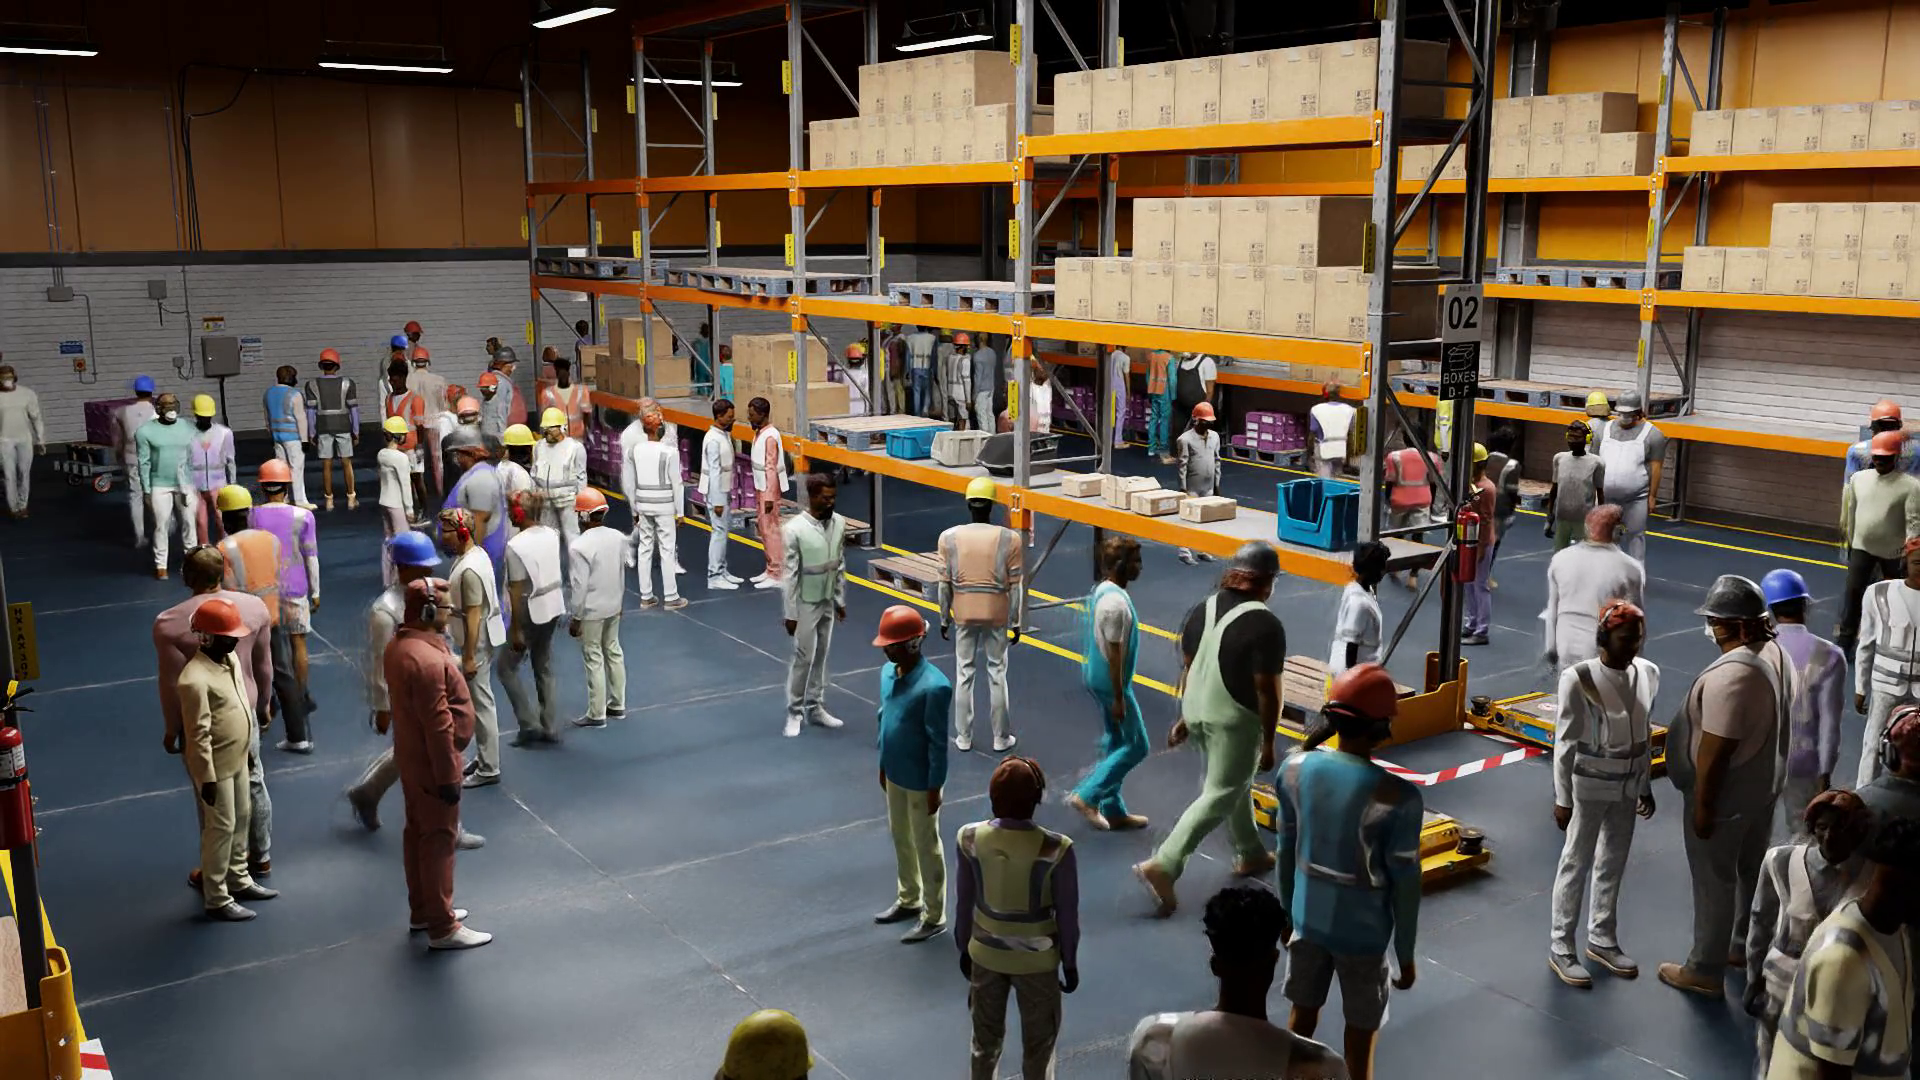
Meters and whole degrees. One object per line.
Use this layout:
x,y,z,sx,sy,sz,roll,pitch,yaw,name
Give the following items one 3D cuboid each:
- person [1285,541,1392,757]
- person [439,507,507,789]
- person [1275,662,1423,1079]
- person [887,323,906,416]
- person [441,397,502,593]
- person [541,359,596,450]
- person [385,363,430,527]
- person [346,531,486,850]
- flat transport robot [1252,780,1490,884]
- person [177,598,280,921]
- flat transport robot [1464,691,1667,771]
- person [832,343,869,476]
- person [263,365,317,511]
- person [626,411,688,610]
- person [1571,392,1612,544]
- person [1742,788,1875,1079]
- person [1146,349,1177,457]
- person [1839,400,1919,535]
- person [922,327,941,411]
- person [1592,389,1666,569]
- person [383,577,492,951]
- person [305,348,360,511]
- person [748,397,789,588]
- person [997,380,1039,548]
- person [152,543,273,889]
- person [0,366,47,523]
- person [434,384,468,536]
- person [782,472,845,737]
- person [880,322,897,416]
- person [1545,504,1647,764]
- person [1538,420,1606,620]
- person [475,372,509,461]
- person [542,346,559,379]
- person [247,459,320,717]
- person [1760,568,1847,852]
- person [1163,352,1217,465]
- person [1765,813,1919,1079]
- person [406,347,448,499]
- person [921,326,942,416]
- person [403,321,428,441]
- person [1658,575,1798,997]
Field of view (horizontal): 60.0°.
2.441,0.818,10.625,0.638,1.663,0.536,2,11,10,person
-3.155,0.689,10.854,0.387,1.838,0.563,-3,12,-17,person
1.487,1.467,6.380,0.421,2.033,0.608,-10,15,-42,person
-1.131,-3.139,30.406,0.377,1.847,0.570,-3,11,-14,person
-4.708,-0.408,16.141,0.615,1.964,0.432,0,11,0,person
-4.970,-1.343,21.078,0.622,1.913,1.024,-4,12,-20,person
-6.634,-1.140,19.900,0.607,1.958,0.372,7,13,30,person
-3.264,0.868,9.745,0.883,1.917,0.620,3,11,13,person
2.355,1.668,9.857,0.652,0.197,1.431,-7,13,-32,flat transport robot
-3.861,1.148,8.756,0.355,1.737,0.577,-1,11,-3,person
4.318,1.317,11.655,0.652,0.197,1.431,-7,13,-31,flat transport robot
-1.508,-1.851,23.688,0.787,1.894,0.612,6,13,28,person
-8.410,-1.272,20.879,0.627,1.840,0.429,6,12,27,person
-2.849,-0.272,15.653,0.575,1.883,0.355,4,12,19,person
7.138,-0.798,18.712,0.484,1.739,0.305,-5,12,-24,person
3.177,1.703,6.160,0.514,1.642,0.310,8,13,34,person
3.103,-2.239,25.624,0.383,1.918,0.597,-8,14,-36,person
8.369,-0.255,15.159,0.609,2.041,0.385,5,12,23,person
-0.425,-3.275,31.225,0.432,1.816,0.662,10,15,43,person
6.515,-0.491,16.367,0.683,2.000,0.535,9,14,37,person
-2.664,1.124,8.456,0.407,1.905,0.638,-7,13,-32,person
-7.895,-1.391,20.968,0.614,2.040,0.390,-4,12,-18,person
-1.927,-0.483,16.677,0.401,1.907,0.597,-4,12,-17,person
0.600,-0.823,18.447,0.401,1.900,0.636,8,14,36,person
-4.083,0.970,9.153,0.372,1.940,0.630,9,14,39,person
-11.434,-1.155,20.151,0.636,1.892,0.990,-9,14,-39,person
-5.534,-0.770,18.218,0.429,1.872,0.599,2,11,9,person
-1.054,0.454,11.900,0.411,1.907,0.615,7,13,32,person
-1.370,-3.087,30.240,0.448,1.818,0.594,-6,13,-29,person
4.003,0.709,10.607,0.617,1.881,0.672,-8,14,-36,person
5.580,-0.166,15.140,0.531,1.870,0.316,10,15,41,person
-5.891,-1.245,20.991,0.369,1.742,0.567,-8,14,-37,person
-6.477,-2.262,26.465,0.281,1.636,0.500,7,13,33,person
-5.018,0.361,12.315,0.545,1.925,0.389,-3,11,-13,person
4.184,1.107,8.533,0.628,1.900,0.584,10,15,41,person
3.412,-2.057,24.378,0.538,2.000,0.739,-11,15,-43,person
2.753,1.760,5.222,1.046,1.899,0.681,10,15,43,person
-7.033,-1.534,21.854,0.621,1.986,0.409,-3,12,-16,person
-0.513,-3.208,30.864,0.531,1.824,0.688,3,11,13,person
-8.935,-2.582,27.213,0.412,1.986,0.616,1,11,6,person
3.653,1.148,7.975,0.680,2.000,0.535,-9,14,-39,person
